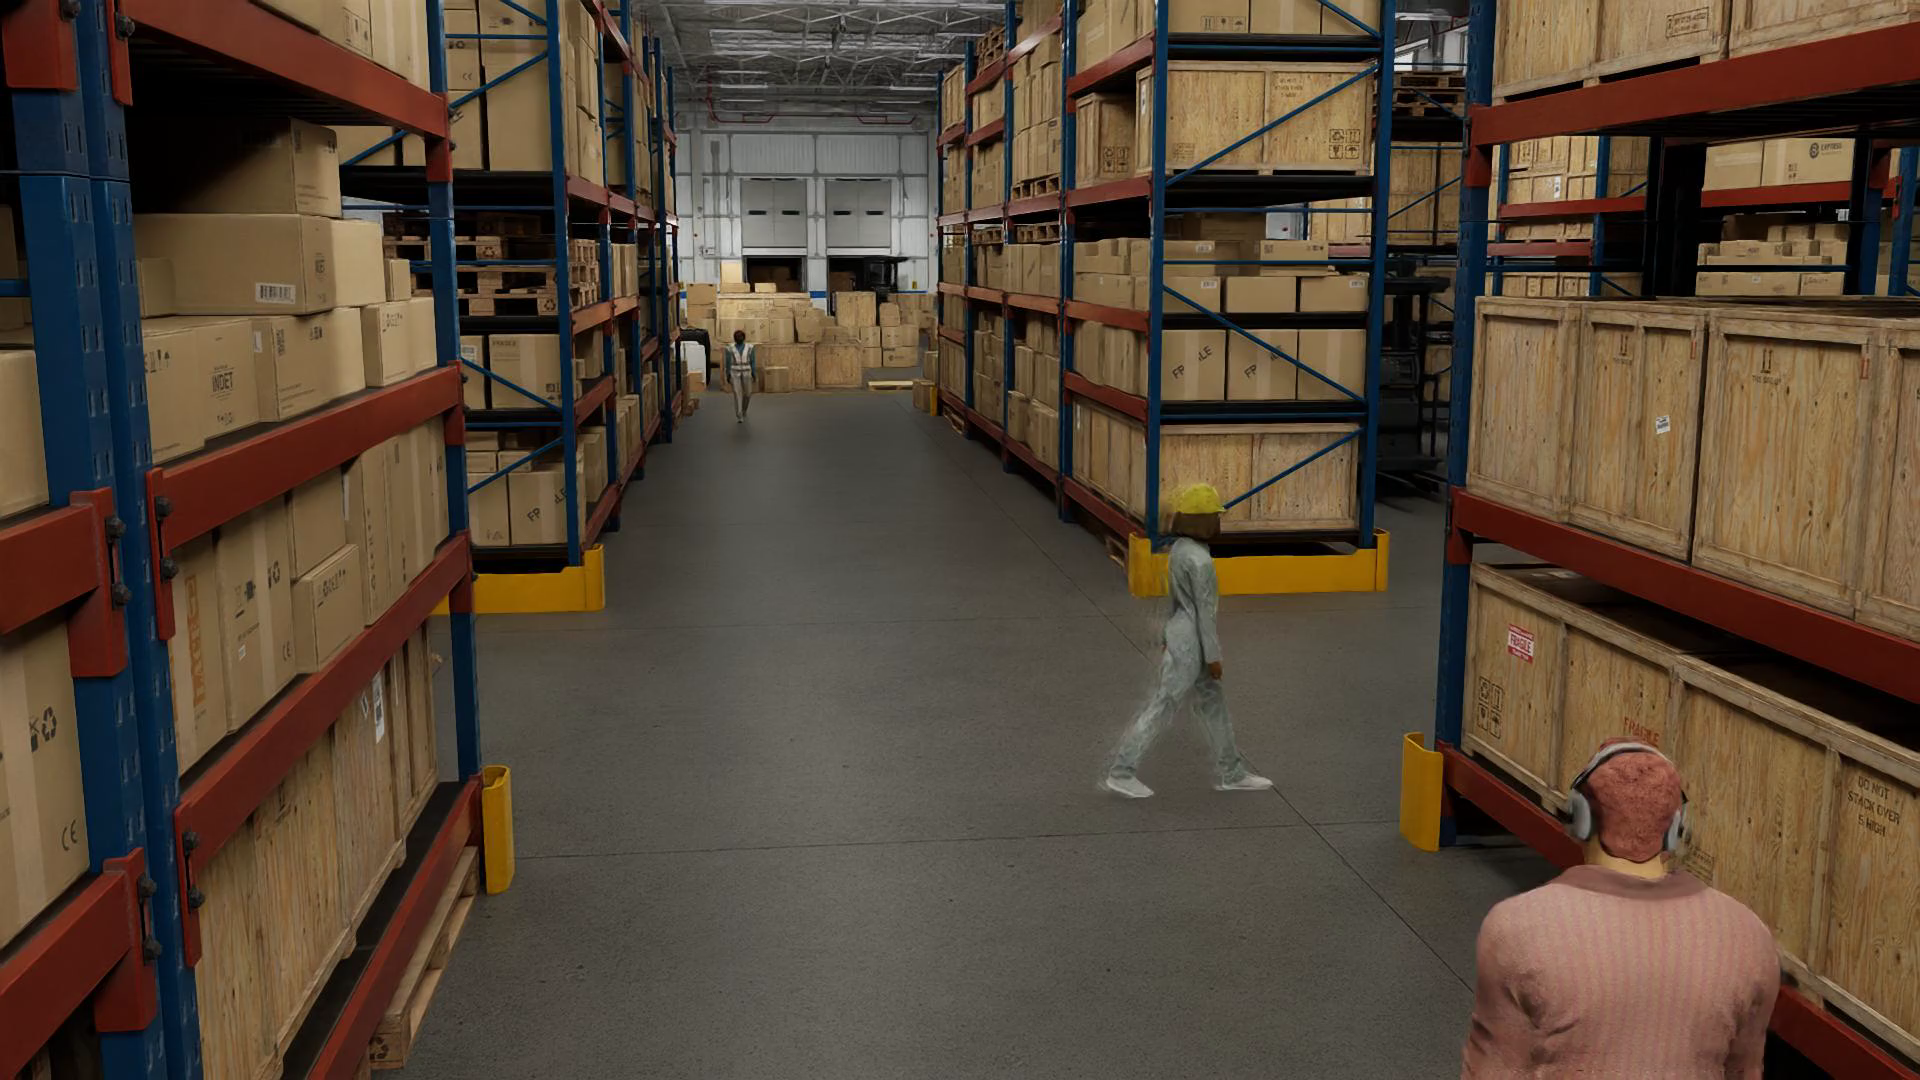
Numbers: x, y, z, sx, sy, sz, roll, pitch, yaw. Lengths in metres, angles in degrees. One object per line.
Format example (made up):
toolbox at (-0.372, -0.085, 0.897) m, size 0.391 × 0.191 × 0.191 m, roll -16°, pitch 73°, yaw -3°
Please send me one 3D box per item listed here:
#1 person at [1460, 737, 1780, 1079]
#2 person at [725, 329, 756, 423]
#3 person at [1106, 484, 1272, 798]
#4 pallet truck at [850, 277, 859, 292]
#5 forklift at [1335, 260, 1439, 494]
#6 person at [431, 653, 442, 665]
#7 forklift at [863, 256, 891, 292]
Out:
person at (1.377, 1.341, 3.660) m, size 0.673 × 1.880 × 0.638 m, roll 0°, pitch 10°, yaw -1°
person at (-3.803, -2.850, 28.799) m, size 0.531 × 1.622 × 0.423 m, roll -2°, pitch 10°, yaw -14°
person at (1.211, 0.544, 8.847) m, size 0.919 × 1.699 × 0.492 m, roll 0°, pitch 10°, yaw -3°
pallet truck at (-3.782, -9.391, 65.808) m, size 1.885 × 1.965 × 0.823 m, roll 2°, pitch 10°, yaw 10°
forklift at (5.092, -2.070, 20.616) m, size 1.129 × 2.768 × 1.873 m, roll -1°, pitch 10°, yaw -7°
person at (-3.912, 0.028, 11.502) m, size 0.630 × 1.825 × 0.629 m, roll 4°, pitch 11°, yaw 22°
forklift at (-2.730, -8.007, 55.180) m, size 1.129 × 2.768 × 1.873 m, roll -7°, pitch 12°, yaw -35°
